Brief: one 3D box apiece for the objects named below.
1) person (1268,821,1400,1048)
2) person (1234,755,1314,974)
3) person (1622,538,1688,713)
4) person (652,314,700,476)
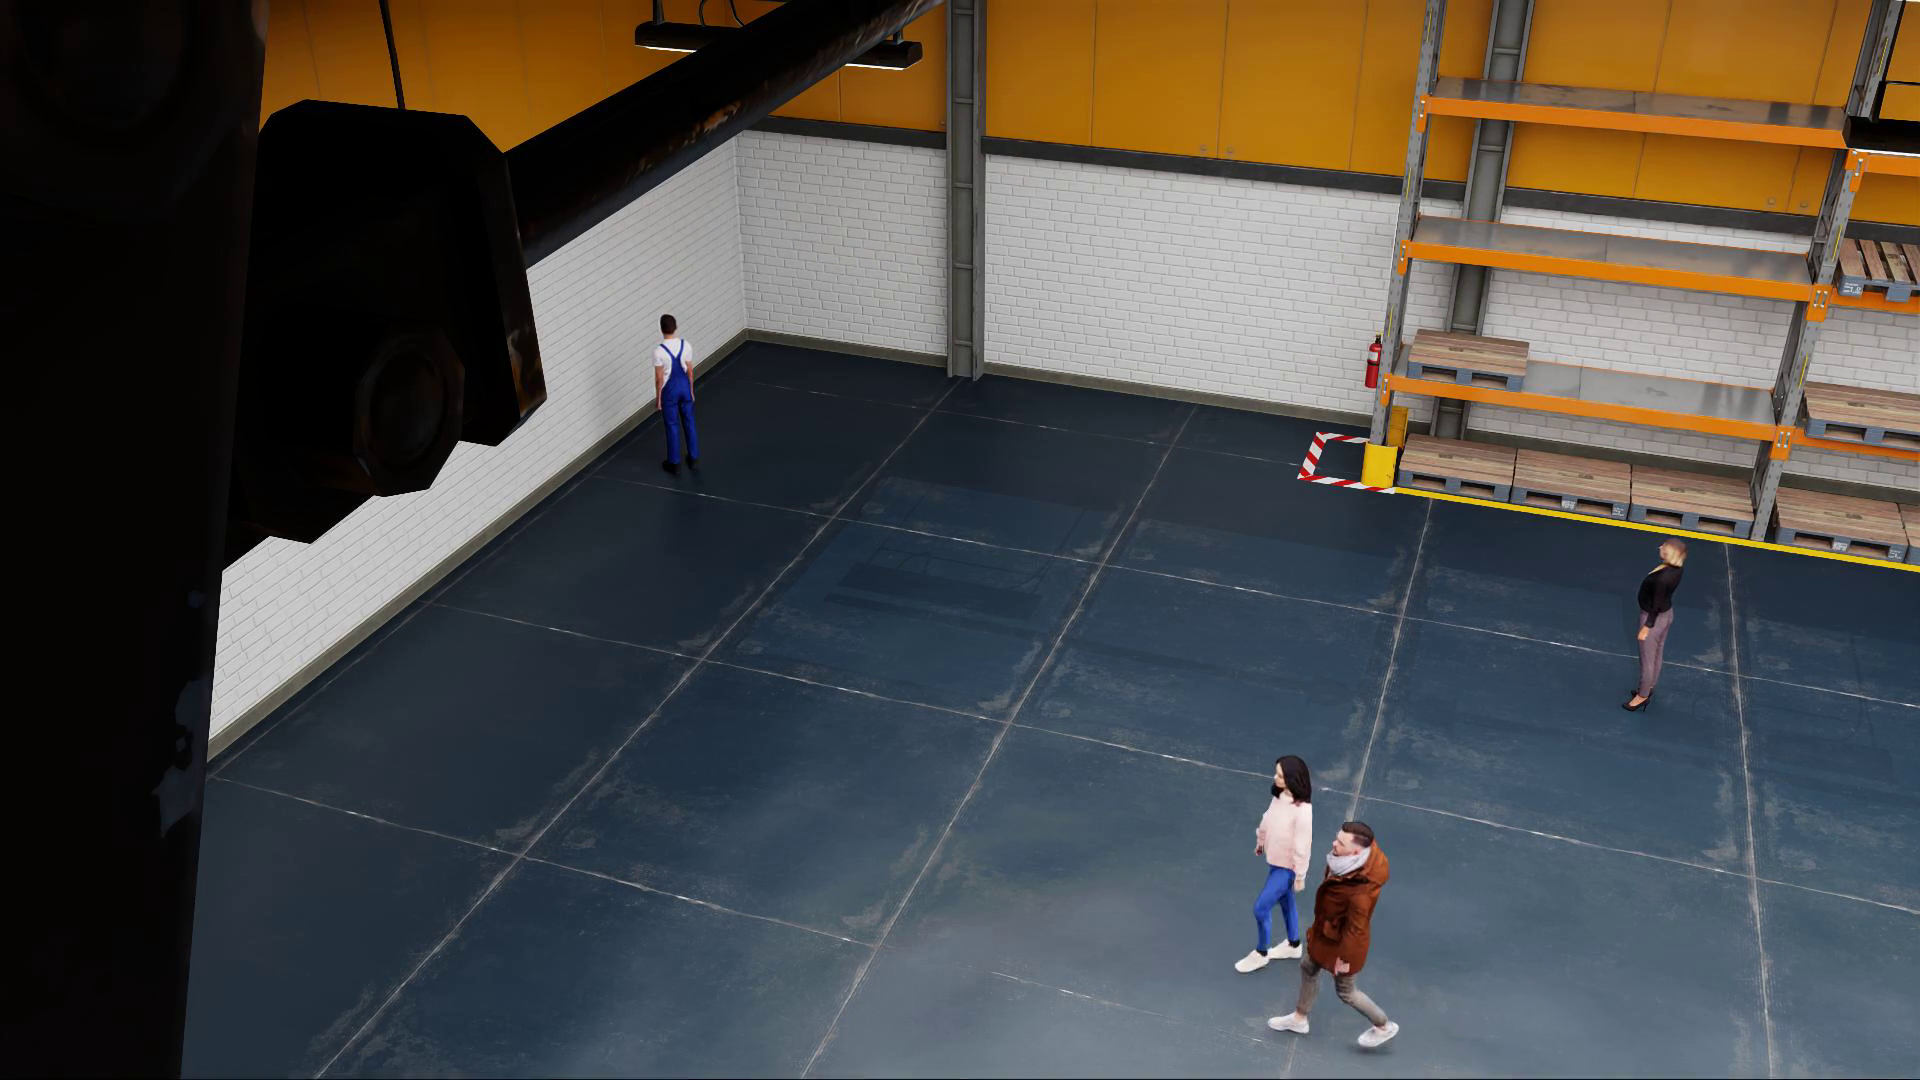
[{"bbox_3d":[2.566,2.591,10.792,1.176,1.807,0.926,1,29,1],"label":"person"},{"bbox_3d":[2.336,2.233,11.508,0.916,1.750,0.852,-4,29,-7],"label":"person"},{"bbox_3d":[6.012,0.727,14.350,0.634,1.672,0.658,22,35,34],"label":"person"},{"bbox_3d":[-3.161,-1.630,18.484,0.720,1.851,0.753,-17,33,-29],"label":"person"}]
